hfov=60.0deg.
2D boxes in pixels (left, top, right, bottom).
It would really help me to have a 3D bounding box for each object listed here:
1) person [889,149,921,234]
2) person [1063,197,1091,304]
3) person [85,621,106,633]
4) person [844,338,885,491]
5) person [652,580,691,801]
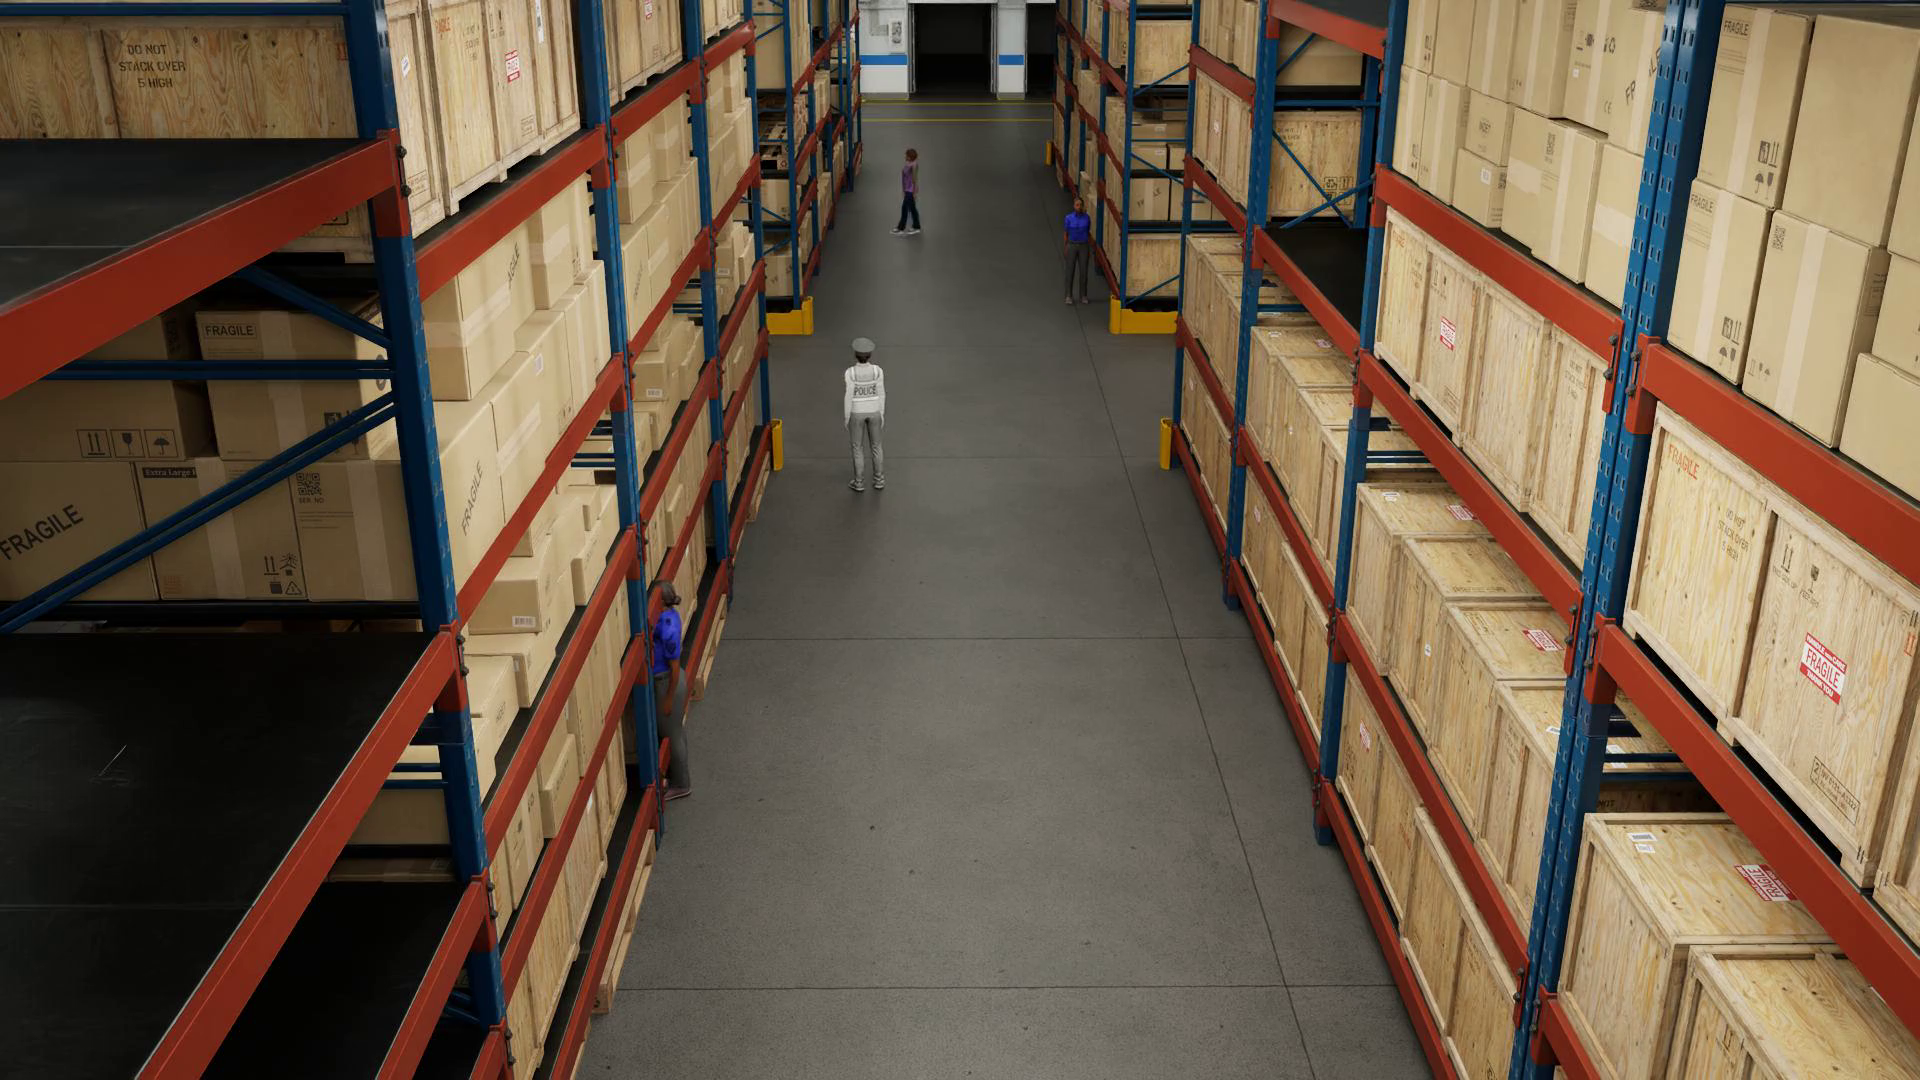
[{"bbox_3d":[-1.060,-6.571,31.382,0.642,1.598,0.423,-4,22,-11],"label":"person"},{"bbox_3d":[1.859,-4.575,26.265,0.434,1.656,0.361,-4,22,-10],"label":"person"},{"bbox_3d":[-6.497,0.602,12.903,0.361,1.776,0.585,15,26,33],"label":"person"},{"bbox_3d":[-1.042,-1.362,18.077,0.464,1.689,0.347,-7,22,-16],"label":"person"},{"bbox_3d":[-2.128,1.059,11.974,0.335,1.660,0.439,-4,22,-10],"label":"person"}]
